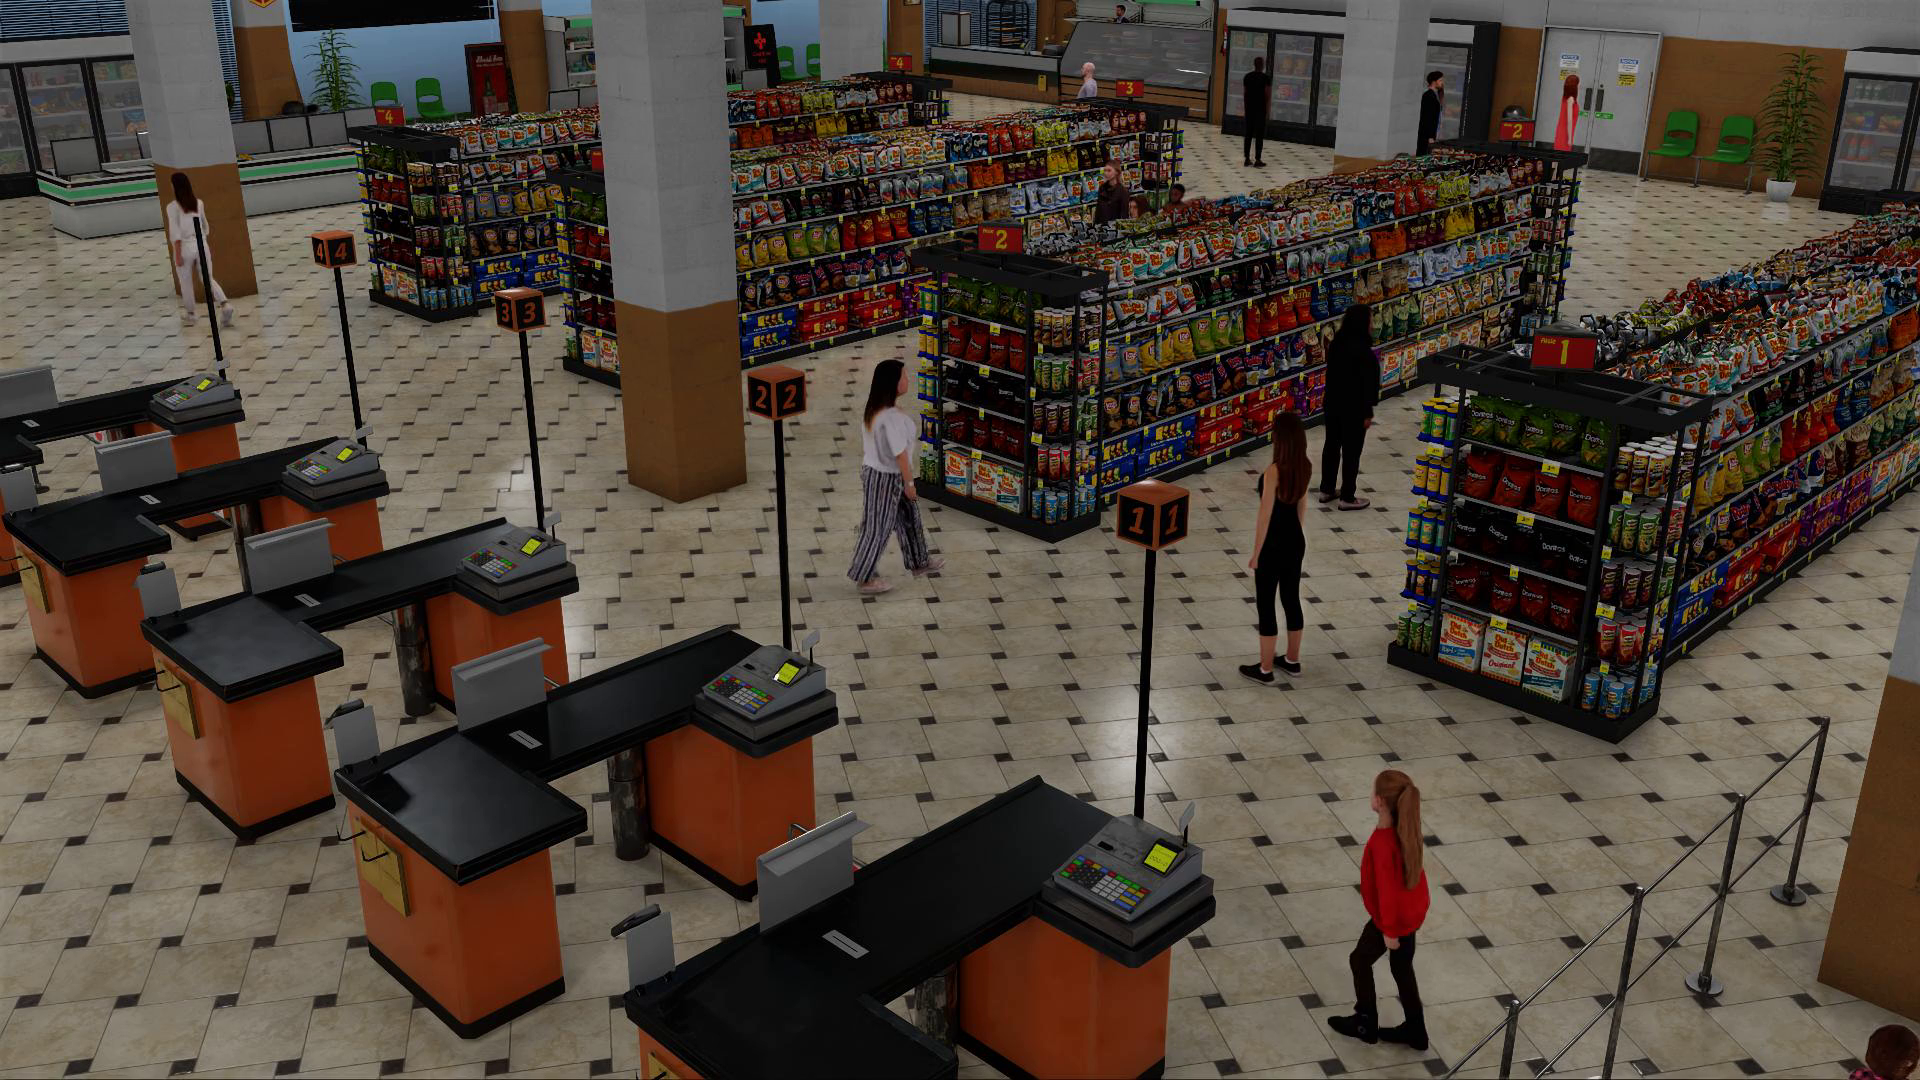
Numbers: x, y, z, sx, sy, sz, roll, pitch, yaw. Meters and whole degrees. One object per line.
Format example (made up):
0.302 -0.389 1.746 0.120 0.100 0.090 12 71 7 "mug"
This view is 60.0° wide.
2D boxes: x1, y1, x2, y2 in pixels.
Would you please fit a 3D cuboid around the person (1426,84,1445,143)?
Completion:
7.563 -6.421 26.432 0.676 1.593 0.715 17 27 36 "person"

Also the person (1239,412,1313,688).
1.960 0.052 10.145 0.467 1.724 0.619 -18 28 -38 "person"

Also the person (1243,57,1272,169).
5.027 -7.273 28.249 0.675 1.819 0.575 18 28 37 "person"

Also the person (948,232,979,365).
0.120 -1.901 14.967 0.698 1.753 0.666 13 25 29 "person"

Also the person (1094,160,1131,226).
1.727 -3.474 18.947 0.604 1.704 0.492 20 29 40 "person"

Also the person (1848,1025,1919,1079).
3.191 2.157 5.855 0.670 1.016 0.462 -17 28 -36 "person"

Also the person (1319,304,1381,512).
3.027 -1.039 13.012 0.717 1.611 0.719 -11 24 -26 "person"

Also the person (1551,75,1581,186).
9.324 -6.244 25.676 0.731 1.827 0.641 3 22 7 "person"

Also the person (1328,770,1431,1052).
1.849 1.589 6.944 0.597 1.259 0.598 12 25 27 "person"

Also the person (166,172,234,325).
-8.353 -3.158 18.215 0.808 1.663 1.023 14 26 31 "person"

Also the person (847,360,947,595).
-0.583 -0.416 11.404 1.116 1.654 0.981 -5 23 -13 "person"

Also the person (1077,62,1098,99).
2.078 -6.890 27.269 0.822 1.838 0.739 2 22 5 "person"

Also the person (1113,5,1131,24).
3.710 -11.415 38.493 0.630 1.866 0.550 20 30 41 "person"

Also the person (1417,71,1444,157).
7.191 -6.255 25.615 0.845 1.892 0.765 2 22 4 "person"

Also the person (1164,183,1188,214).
2.629 -3.672 20.049 0.576 1.250 0.572 14 26 30 "person"
